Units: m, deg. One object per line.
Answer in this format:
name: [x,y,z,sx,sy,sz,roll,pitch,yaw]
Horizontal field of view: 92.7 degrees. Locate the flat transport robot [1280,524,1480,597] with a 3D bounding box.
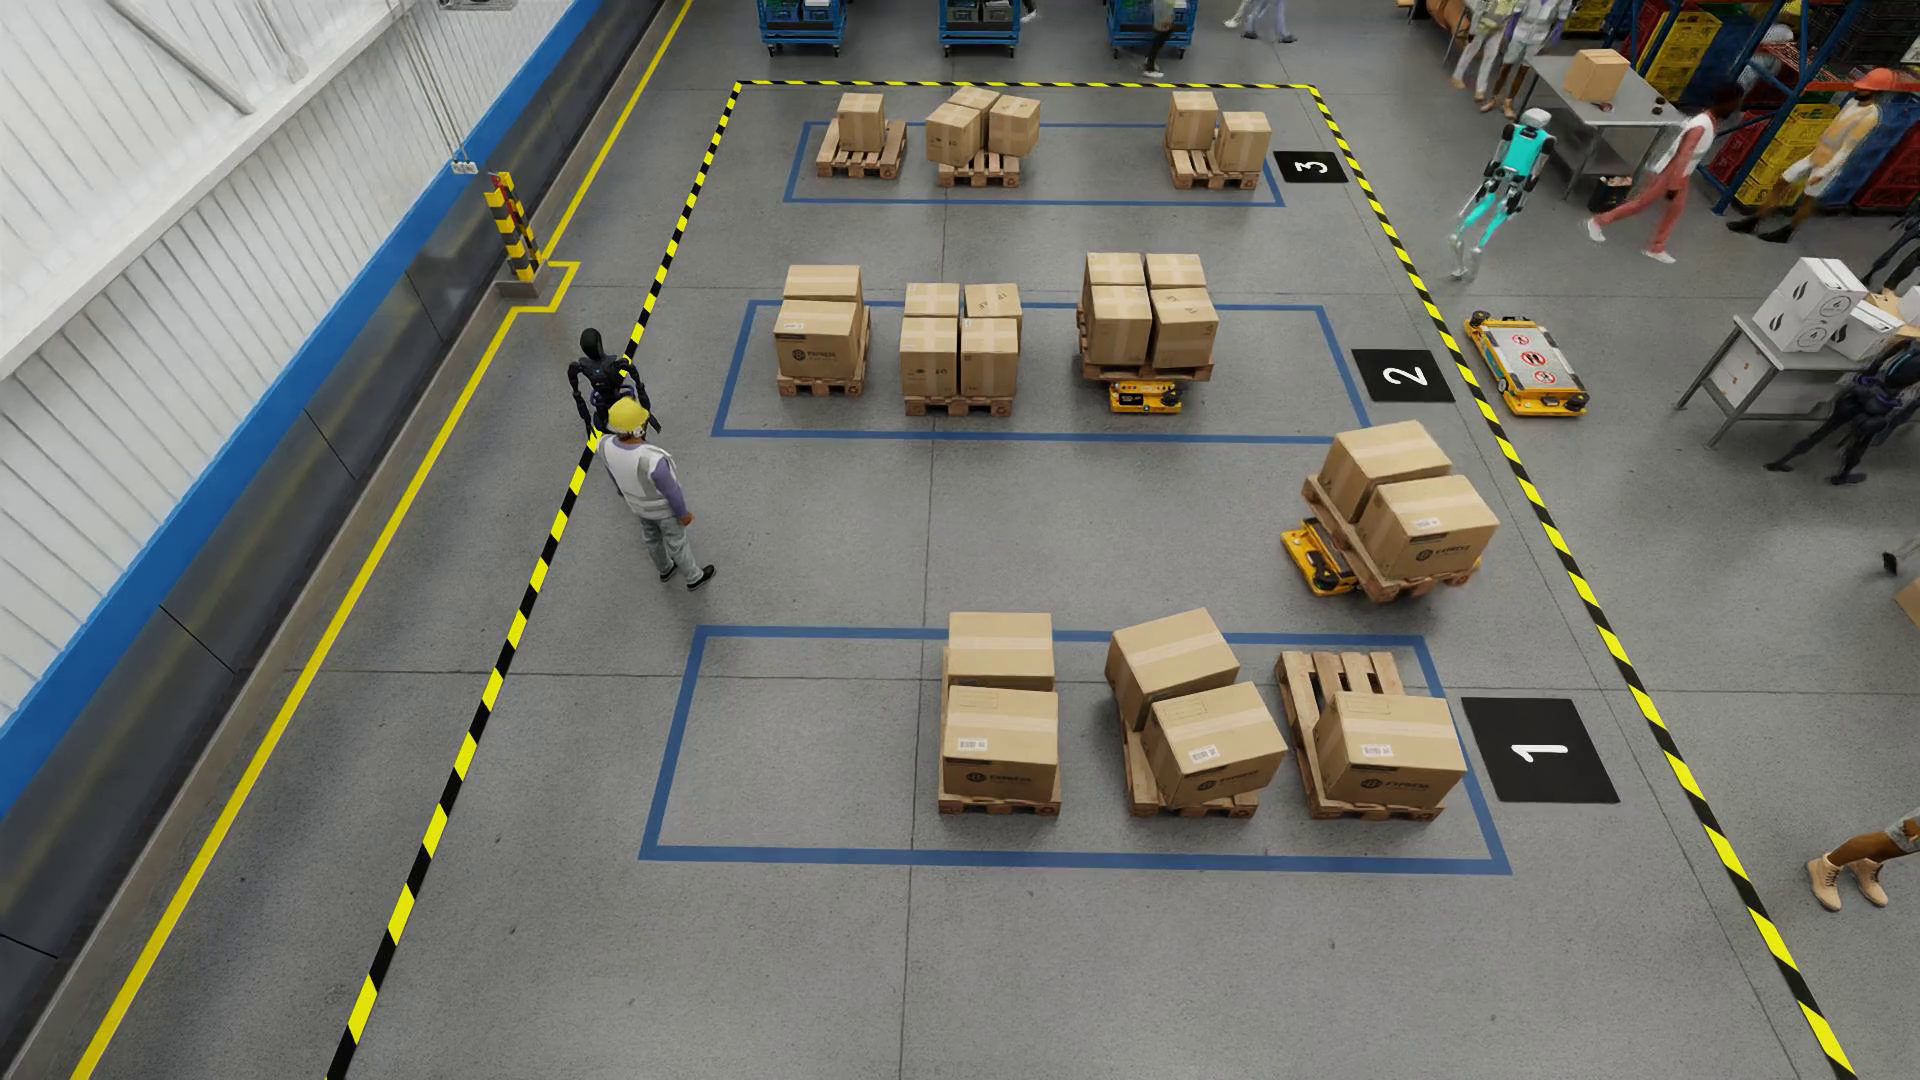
flat transport robot: [3.439,0.032,7.488,1.431,0.197,0.652,-10,50,-9]

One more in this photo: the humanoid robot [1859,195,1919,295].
humanoid robot: [10.021,-3.239,9.403,0.345,1.653,0.612,-25,54,-20]

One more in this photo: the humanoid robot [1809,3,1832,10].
humanoid robot: [12.842,-8.255,13.776,0.731,1.649,0.600,-35,58,-27]

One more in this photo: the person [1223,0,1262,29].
person: [4.627,-9.075,14.367,1.019,1.809,0.509,-28,55,-22]

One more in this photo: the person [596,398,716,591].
person: [-2.240,-0.304,6.762,0.585,1.832,0.403,20,52,16]

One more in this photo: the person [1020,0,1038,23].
person: [0.821,-9.087,14.367,0.924,1.835,0.545,5,49,4]

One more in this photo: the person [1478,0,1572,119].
person: [7.531,-6.649,12.124,0.630,2.034,0.406,23,53,19]

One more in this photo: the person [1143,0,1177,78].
person: [2.936,-7.535,13.011,0.474,1.842,0.635,1,49,1]

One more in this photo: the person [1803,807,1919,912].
person: [5.594,1.536,5.033,0.613,2.039,0.383,-2,49,-2]

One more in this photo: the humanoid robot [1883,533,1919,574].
humanoid robot: [7.829,-0.324,6.868,0.985,1.769,0.549,-7,50,-6]

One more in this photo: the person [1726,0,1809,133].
person: [10.274,-5.992,11.766,0.841,1.707,0.496,0,49,0]

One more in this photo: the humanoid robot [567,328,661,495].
humanoid robot: [-2.786,-1.030,7.483,0.599,1.656,0.315,-7,50,-6]

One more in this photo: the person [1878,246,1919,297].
person: [10.204,-3.232,9.296,0.508,1.838,0.335,17,51,14]

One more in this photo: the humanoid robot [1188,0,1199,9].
humanoid robot: [3.857,-9.387,14.736,0.495,1.646,0.590,-16,51,-13]

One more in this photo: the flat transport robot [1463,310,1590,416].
flat transport robot: [5.573,-1.757,9.054,0.659,0.231,1.431,1,49,1]

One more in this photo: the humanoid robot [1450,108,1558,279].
humanoid robot: [5.544,-3.503,9.618,0.787,1.814,0.557,-31,56,-24]

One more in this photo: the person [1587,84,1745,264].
person: [7.707,-3.998,9.929,0.598,1.880,0.942,-31,56,-24]

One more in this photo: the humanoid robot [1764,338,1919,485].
humanoid robot: [7.591,-1.122,7.597,0.730,1.631,0.589,0,49,0]

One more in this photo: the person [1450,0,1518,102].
person: [7.323,-7.022,12.610,0.672,1.781,0.935,-1,49,-1]

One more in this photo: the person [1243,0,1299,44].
person: [4.911,-8.489,13.918,0.890,1.721,0.543,11,50,9]

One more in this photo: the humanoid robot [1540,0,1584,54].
humanoid robot: [8.835,-7.906,13.399,0.531,1.731,1.016,26,54,21]

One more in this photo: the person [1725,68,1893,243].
person: [9.321,-4.171,10.053,0.782,1.913,0.569,8,50,7]

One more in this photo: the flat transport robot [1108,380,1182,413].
flat transport robot: [1.773,-1.807,9.079,0.652,0.197,1.431,1,49,1]
